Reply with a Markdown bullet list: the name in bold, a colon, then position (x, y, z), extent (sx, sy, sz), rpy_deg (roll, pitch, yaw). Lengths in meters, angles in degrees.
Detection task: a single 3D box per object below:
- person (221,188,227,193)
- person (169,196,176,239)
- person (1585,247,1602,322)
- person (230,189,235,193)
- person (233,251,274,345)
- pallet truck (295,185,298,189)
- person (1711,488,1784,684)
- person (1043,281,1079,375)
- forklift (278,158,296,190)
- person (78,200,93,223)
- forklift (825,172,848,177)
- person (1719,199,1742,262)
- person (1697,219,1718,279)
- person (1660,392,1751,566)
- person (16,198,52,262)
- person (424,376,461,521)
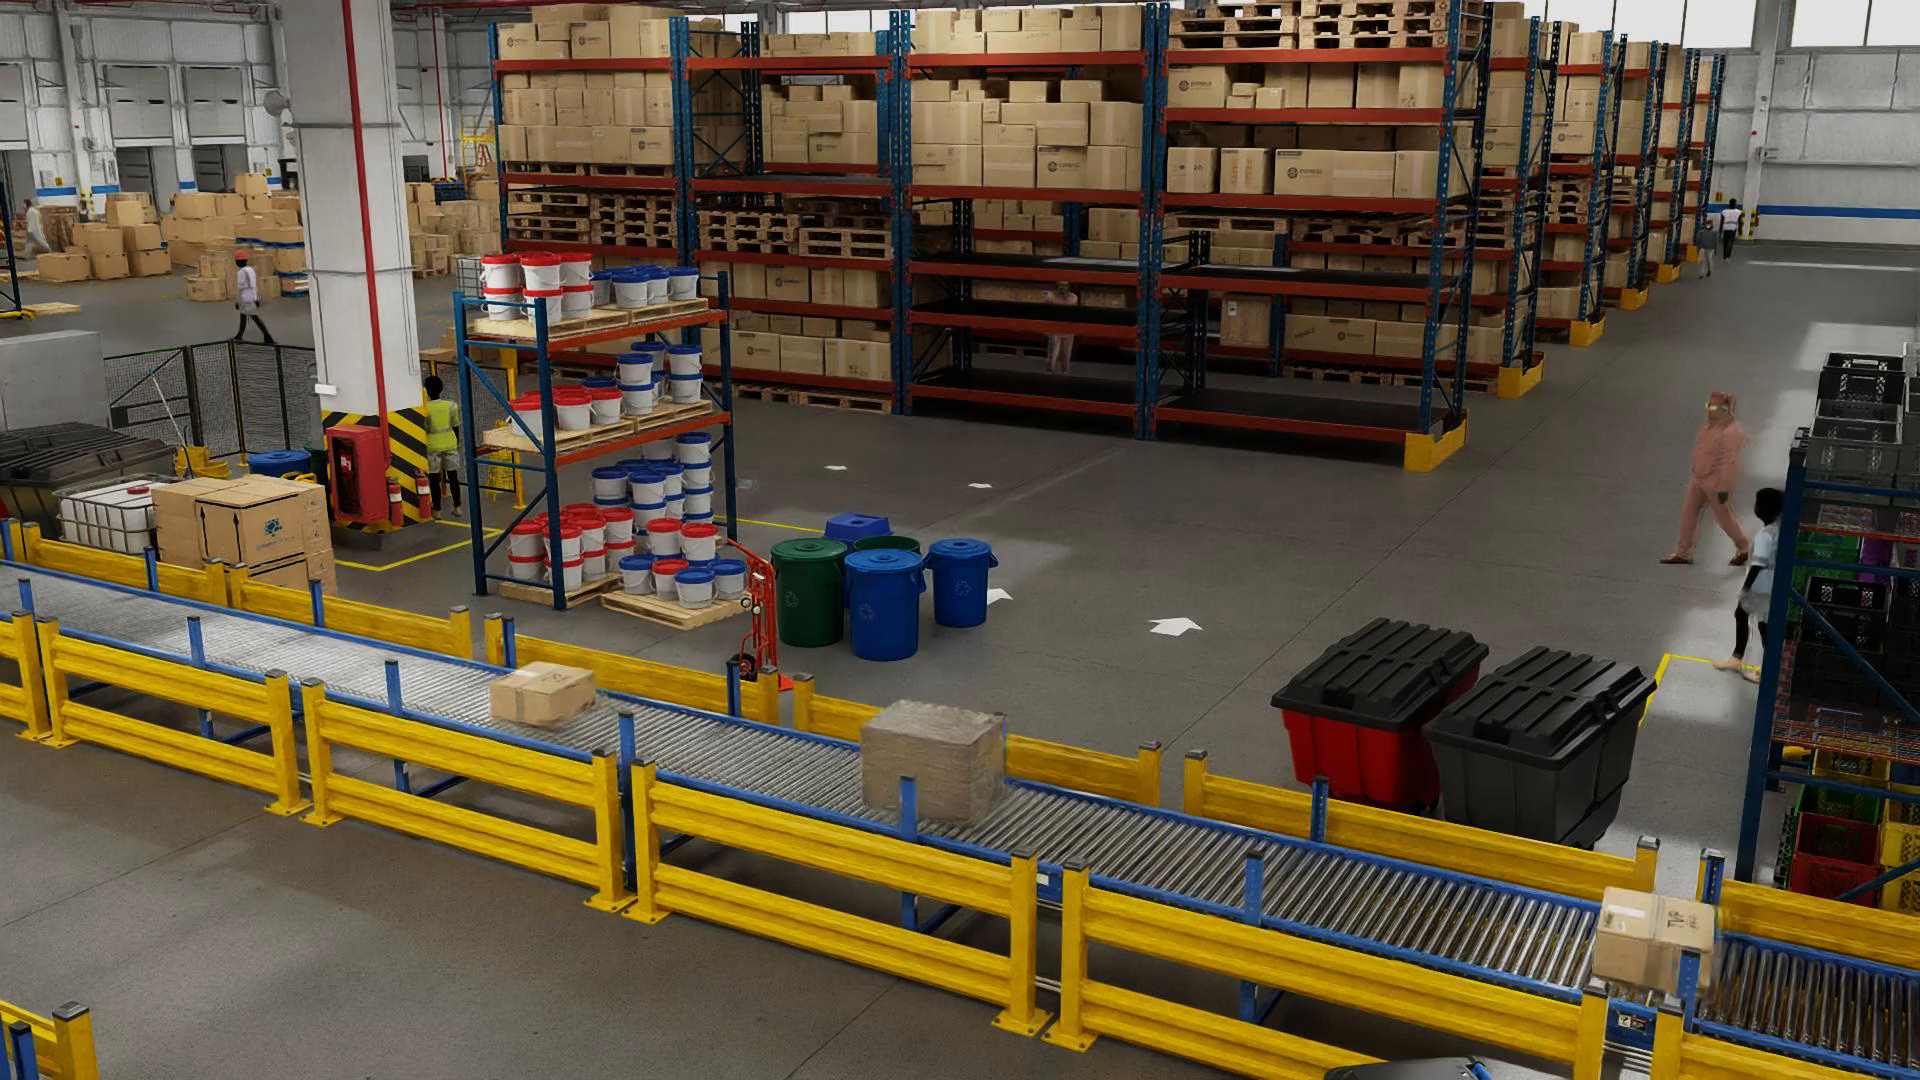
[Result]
- **person**: position (-24.437, -10.714, 55.210), extent (0.633, 1.925, 0.703), rpy_deg (3, 15, 11)
- **person**: position (-25.592, -10.401, 54.452), extent (0.493, 1.718, 0.811), rpy_deg (4, 15, 16)
- **person**: position (13.721, -5.785, 36.457), extent (0.395, 2.040, 0.609), rpy_deg (-11, 18, -35)
- **person**: position (-26.174, -11.867, 60.087), extent (0.307, 1.641, 0.514), rpy_deg (-12, 19, -37)
- **person**: position (-14.159, -4.795, 33.037), extent (0.986, 1.889, 0.562), rpy_deg (0, 15, -1)
- **pallet truck**: position (-26.804, -14.617, 69.738), extent (1.885, 1.965, 0.823), rpy_deg (-14, 20, -42)
- **person**: position (6.635, 0.376, 13.973), extent (0.656, 1.671, 0.557), rpy_deg (10, 18, 32)
- **person**: position (1.729, -3.513, 28.181), extent (0.642, 1.905, 0.401), rpy_deg (-6, 16, -21)
- **forklift**: position (-22.529, -11.525, 56.427), extent (1.873, 2.768, 1.129), rpy_deg (8, 17, 28)
- **person**: position (-26.523, -9.382, 50.395), extent (0.562, 1.818, 0.729), rpy_deg (3, 15, 12)
- **forklift**: position (-4.620, -13.133, 62.470), extent (1.129, 2.768, 1.873), rpy_deg (8, 17, 28)
- **person**: position (23.186, -9.312, 50.070), extent (0.602, 1.875, 1.029), rpy_deg (8, 17, 29)
- **person**: position (20.416, -7.954, 45.434), extent (0.508, 1.608, 0.696), rpy_deg (9, 17, 31)
- **person**: position (7.944, -0.632, 17.409), extent (0.924, 1.875, 0.650), rpy_deg (-2, 15, -6)
- **person**: position (-27.898, -9.321, 50.066), extent (1.041, 1.887, 0.650), rpy_deg (-11, 19, -37)
- **person**: position (-6.074, -1.074, 19.401), extent (0.535, 1.700, 0.318), rpy_deg (-12, 19, -39)
